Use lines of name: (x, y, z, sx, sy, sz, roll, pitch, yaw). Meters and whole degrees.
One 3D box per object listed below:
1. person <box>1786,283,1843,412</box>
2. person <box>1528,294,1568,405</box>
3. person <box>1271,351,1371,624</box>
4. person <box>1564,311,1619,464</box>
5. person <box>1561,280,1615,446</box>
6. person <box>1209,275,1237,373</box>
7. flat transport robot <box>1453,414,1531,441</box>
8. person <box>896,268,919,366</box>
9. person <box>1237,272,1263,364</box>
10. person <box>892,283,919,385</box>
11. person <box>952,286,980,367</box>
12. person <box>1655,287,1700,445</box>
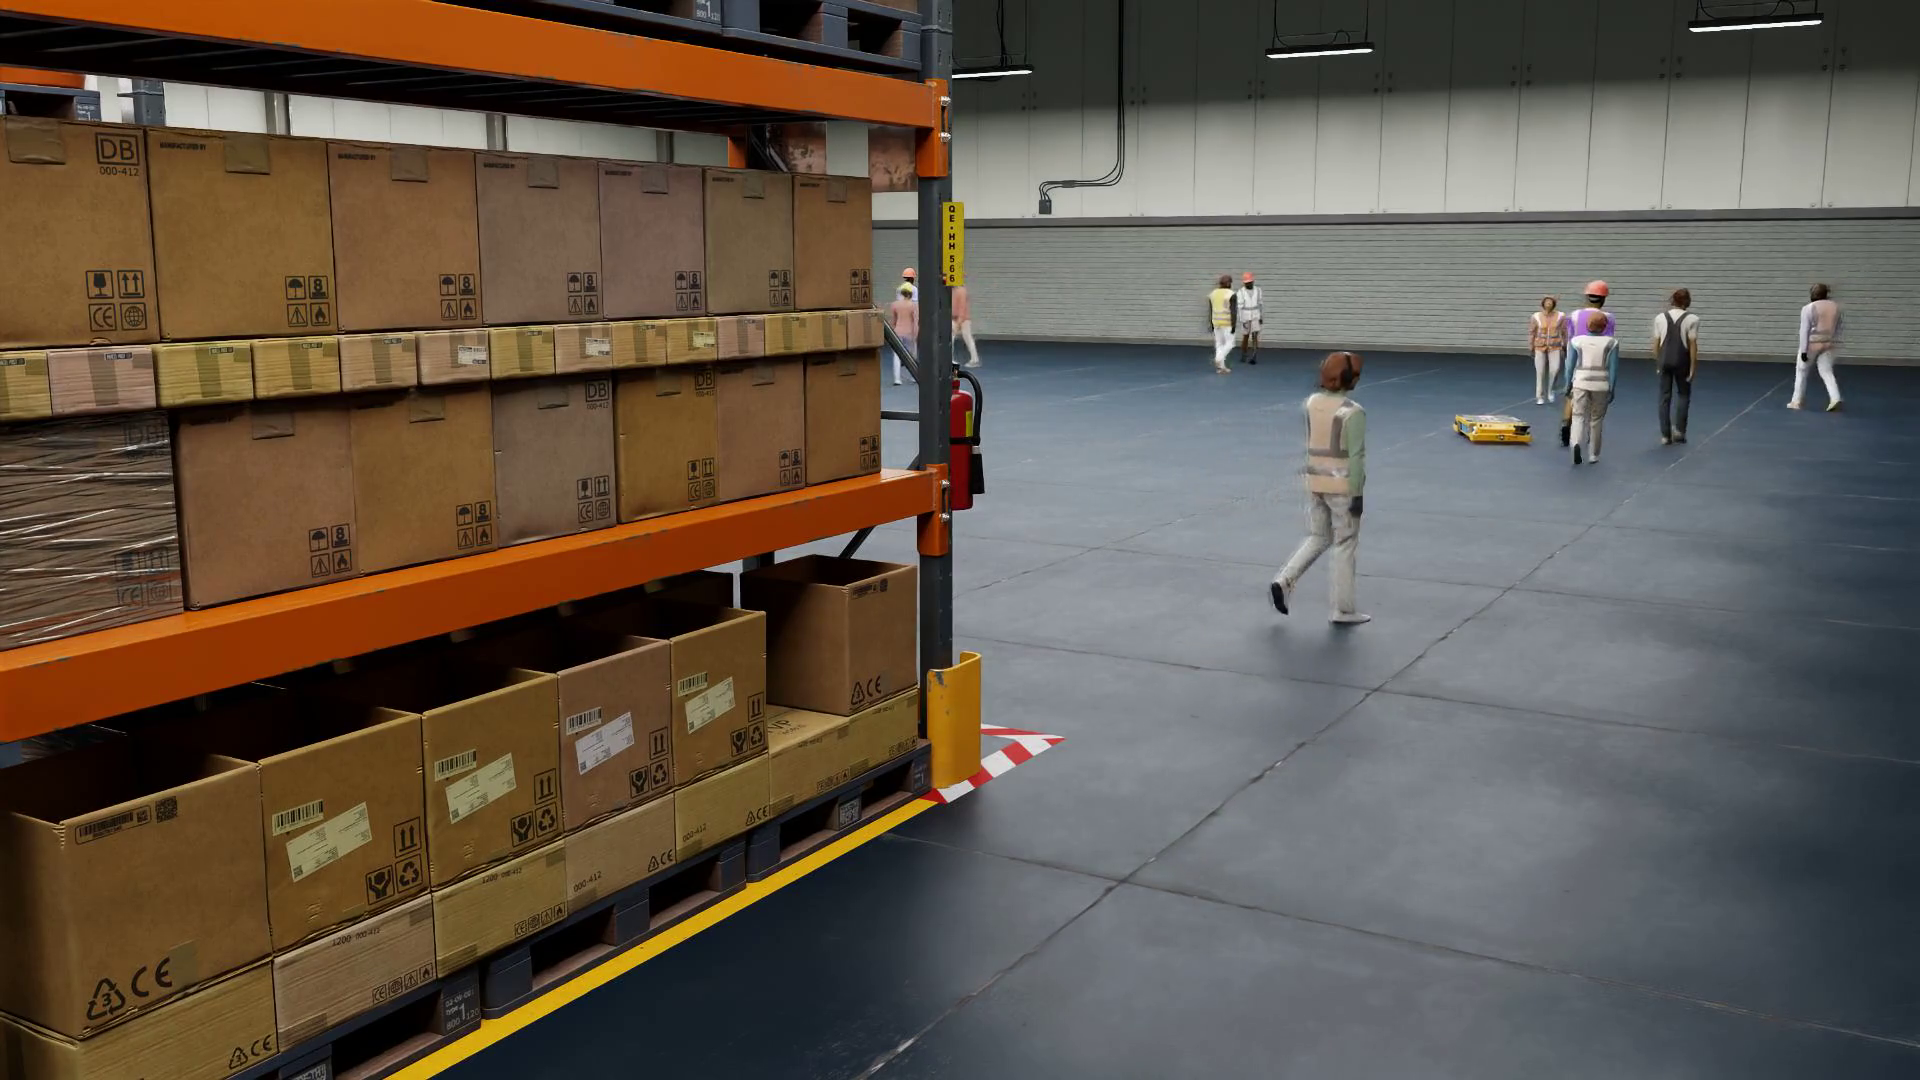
person: (12.114, -2.713, 23.427, 0.624, 1.810, 0.893, -1, 10, -7)
person: (8.585, -2.773, 24.295, 0.561, 1.619, 0.399, 3, 10, 19)
person: (2.163, -0.294, 9.753, 0.549, 1.623, 0.530, -5, 11, -25)
person: (6.555, -1.574, 17.312, 0.522, 1.619, 0.700, 5, 11, 26)
person: (7.198, -2.024, 19.095, 0.557, 1.911, 0.858, 8, 12, 38)
person: (4.881, -4.006, 30.908, 0.531, 1.831, 0.629, -9, 13, -42)
flat transport robot: (6.360, -1.351, 19.920, 0.652, 0.197, 1.431, 1, 10, 7)
person: (-1.010, -4.411, 32.960, 0.543, 1.939, 0.361, 8, 13, 39)
person: (5.872, -4.491, 33.676, 0.568, 1.874, 0.837, 0, 10, -1)
person: (-0.913, -3.497, 28.244, 0.536, 1.715, 0.905, 3, 10, 19)
person: (-0.032, -4.269, 32.242, 1.112, 1.900, 0.622, -7, 12, -36)
person: (8.298, -2.012, 19.278, 0.498, 1.822, 0.576, 7, 12, 35)
